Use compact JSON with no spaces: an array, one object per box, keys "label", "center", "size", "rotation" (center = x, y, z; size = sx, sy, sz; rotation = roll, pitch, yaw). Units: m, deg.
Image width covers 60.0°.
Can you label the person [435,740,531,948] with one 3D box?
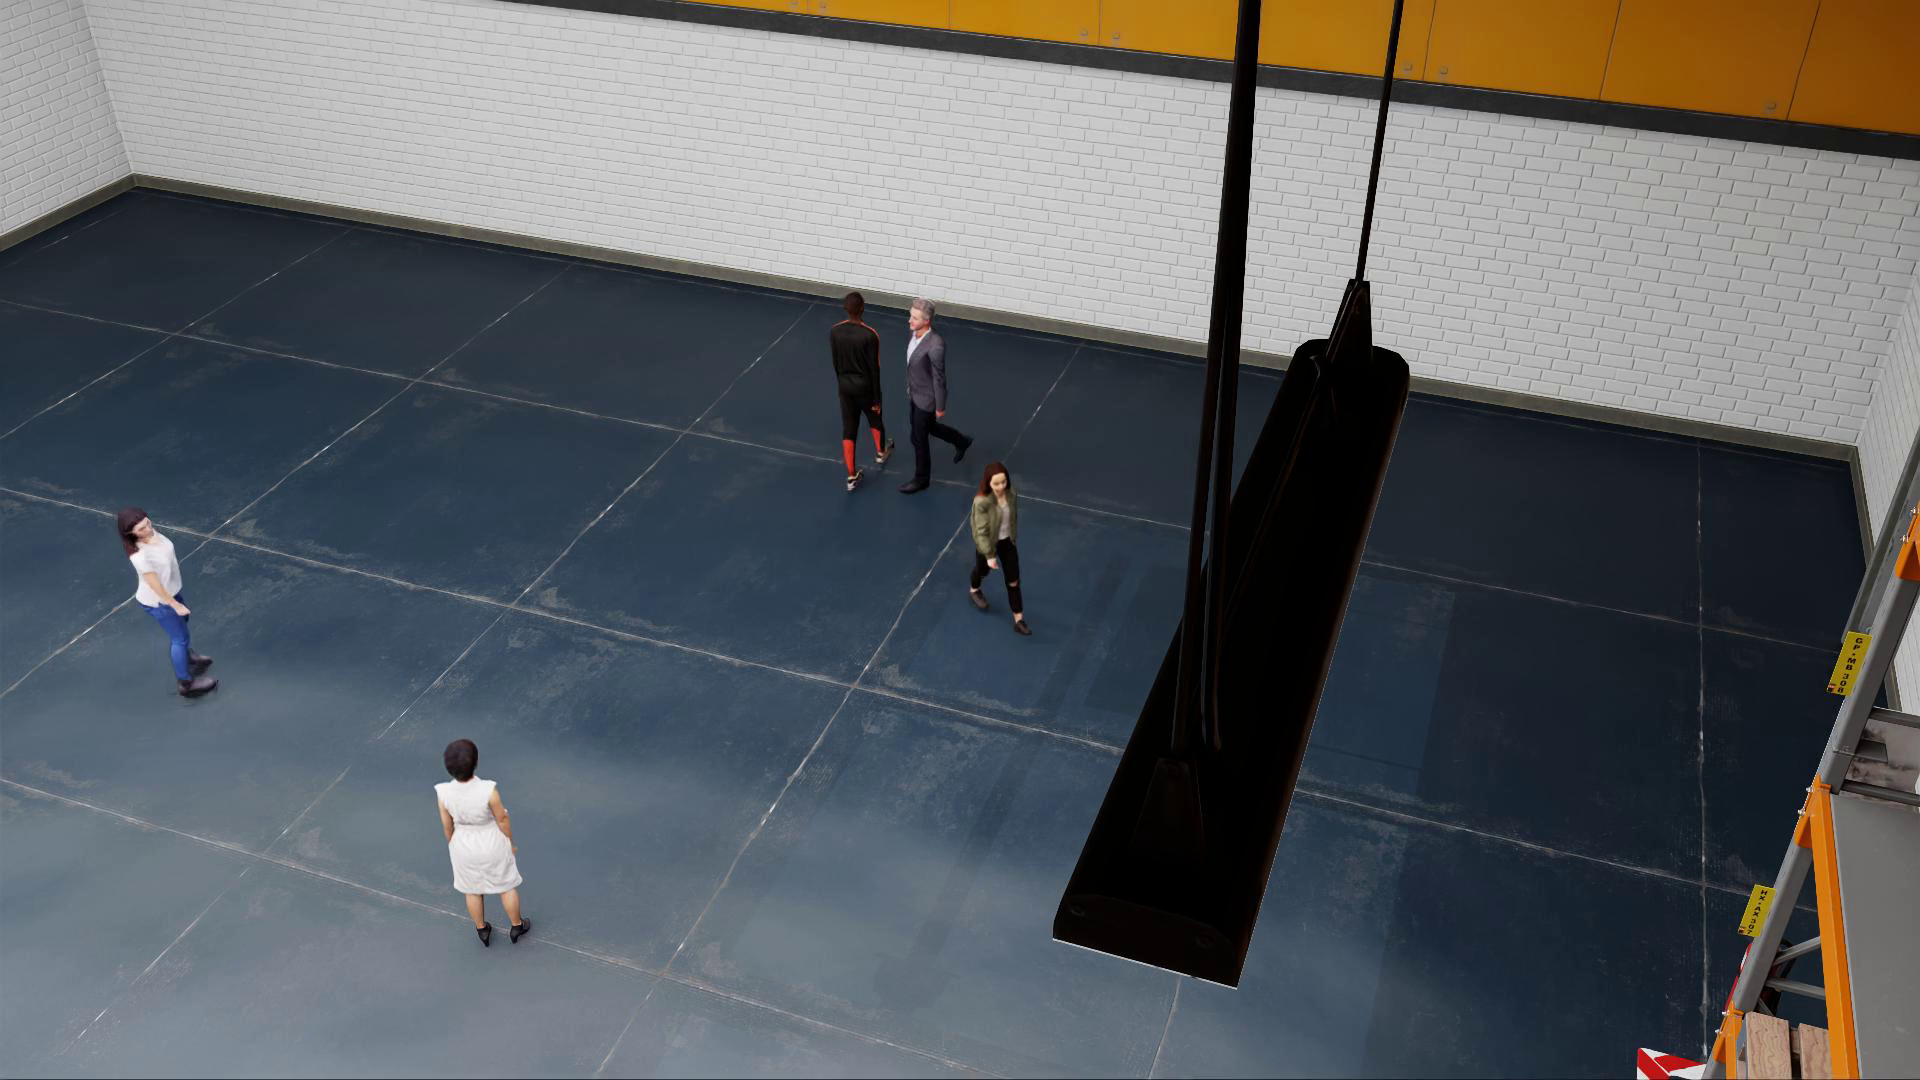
[{"label":"person","center":[-2.882,1.839,10.009],"size":[0.630,1.552,0.637],"rotation":[-2,34,-3]}]

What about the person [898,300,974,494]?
[{"label":"person","center":[-0.235,-1.278,14.460],"size":[1.120,1.815,1.082],"rotation":[-12,36,-18]}]

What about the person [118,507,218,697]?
[{"label":"person","center":[-5.785,0.455,12.006],"size":[0.842,1.646,0.745],"rotation":[-18,38,-25]}]

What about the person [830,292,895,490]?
[{"label":"person","center":[-0.929,-1.270,14.474],"size":[0.669,1.785,1.003],"rotation":[10,35,15]}]

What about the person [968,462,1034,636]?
[{"label":"person","center":[0.221,0.016,12.856],"size":[1.009,1.435,1.035],"rotation":[-19,38,-26]}]
